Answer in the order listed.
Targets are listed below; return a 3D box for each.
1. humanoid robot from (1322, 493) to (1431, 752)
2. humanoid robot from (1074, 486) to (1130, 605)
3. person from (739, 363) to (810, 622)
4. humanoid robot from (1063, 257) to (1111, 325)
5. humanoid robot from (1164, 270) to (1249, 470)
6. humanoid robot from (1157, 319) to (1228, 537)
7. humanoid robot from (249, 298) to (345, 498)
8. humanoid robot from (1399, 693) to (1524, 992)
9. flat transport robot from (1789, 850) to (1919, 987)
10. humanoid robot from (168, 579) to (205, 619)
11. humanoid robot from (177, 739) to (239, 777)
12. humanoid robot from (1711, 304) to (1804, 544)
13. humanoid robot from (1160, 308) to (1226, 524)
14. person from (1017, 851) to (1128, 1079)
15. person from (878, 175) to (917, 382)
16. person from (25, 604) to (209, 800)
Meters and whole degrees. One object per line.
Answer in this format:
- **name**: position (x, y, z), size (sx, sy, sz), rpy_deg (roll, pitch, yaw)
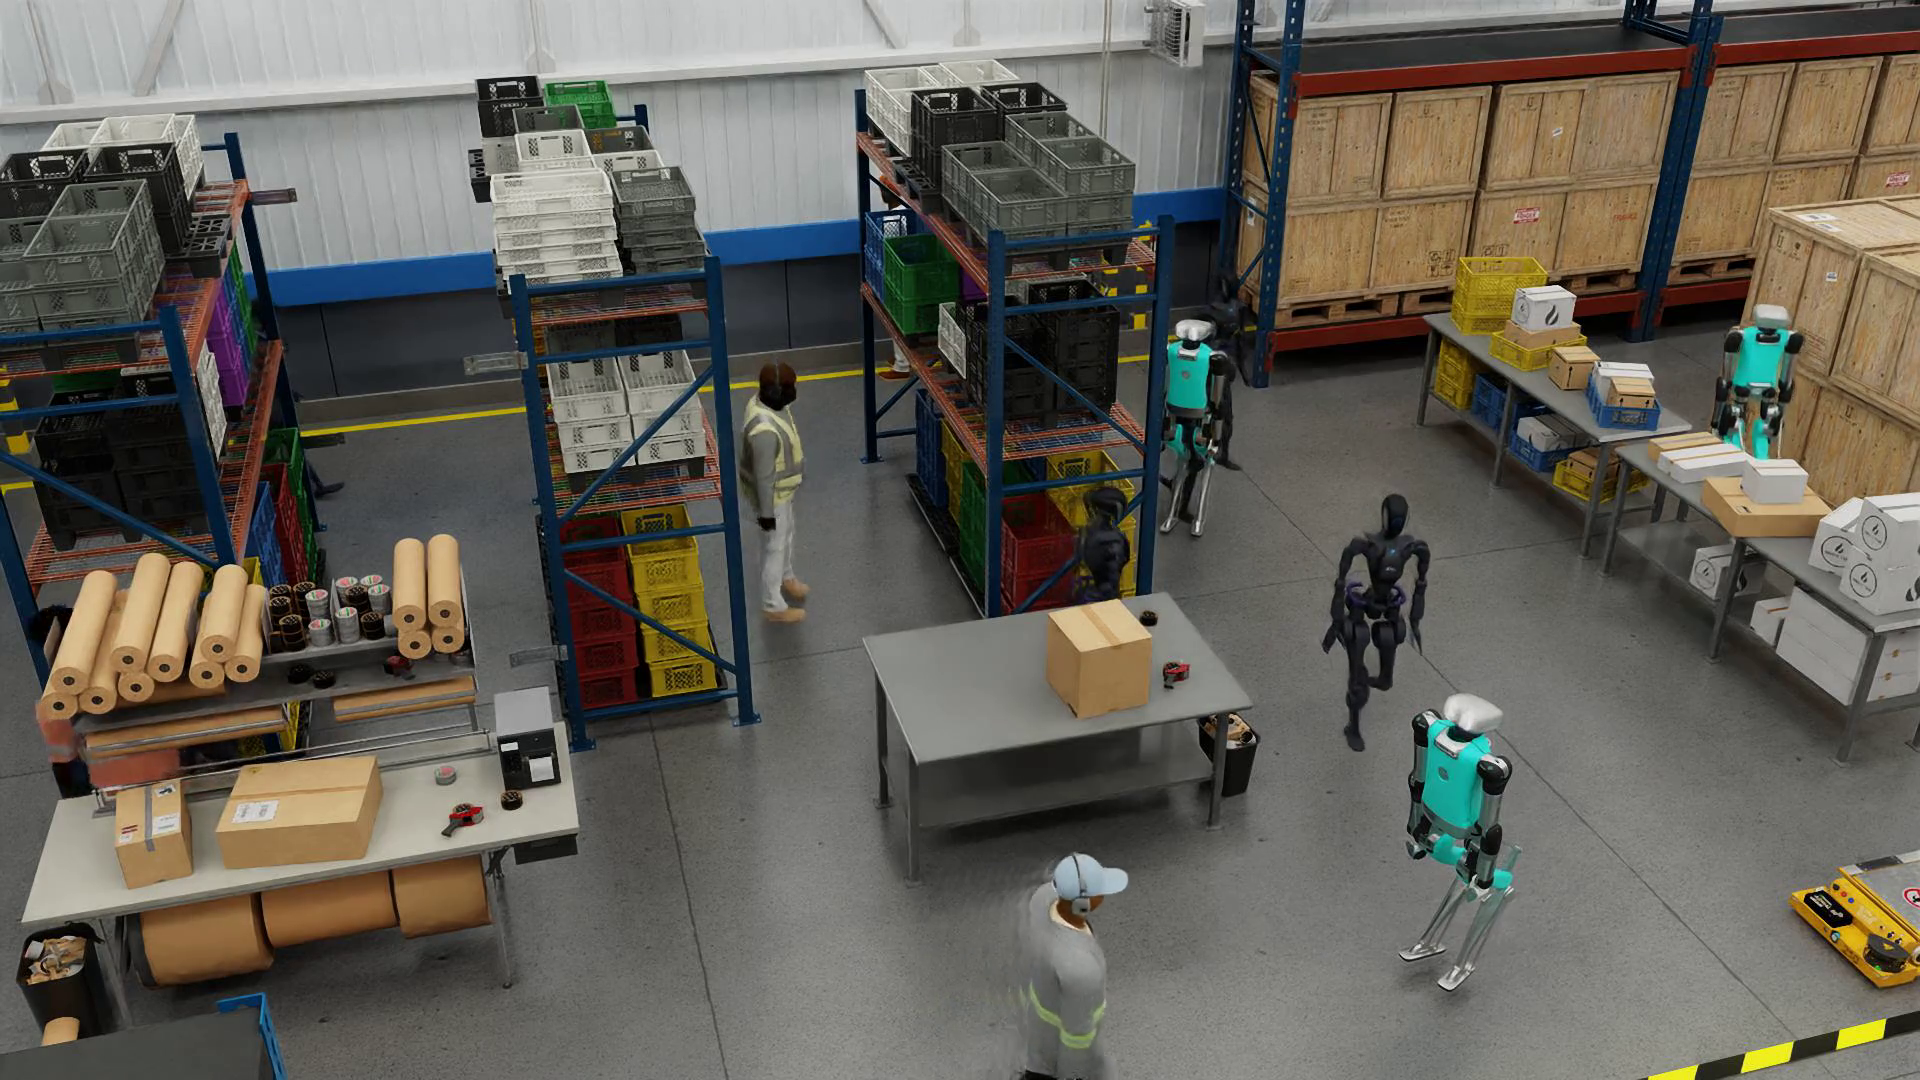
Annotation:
- **humanoid robot**: position (2.452, 0.429, 9.927), size (0.591, 1.633, 0.560), rpy_deg (-1, 29, -2)
- **humanoid robot**: position (0.784, 0.430, 9.938), size (0.671, 1.639, 0.585), rpy_deg (-5, 29, -9)
- **person**: position (-1.249, -0.329, 11.149), size (0.451, 1.835, 0.673), rpy_deg (-2, 29, -4)
- **humanoid robot**: position (1.112, -2.363, 14.797), size (0.735, 1.677, 0.533), rpy_deg (-23, 36, -35)
- **humanoid robot**: position (2.005, -1.404, 13.314), size (0.600, 1.626, 0.773), rpy_deg (-16, 33, -27)
- **humanoid robot**: position (1.700, -0.863, 12.130), size (0.530, 1.715, 0.727), rpy_deg (11, 31, 19)
- **humanoid robot**: position (-5.175, -1.087, 12.705), size (0.747, 1.630, 0.608), rpy_deg (-3, 29, -5)
- **humanoid robot**: position (2.483, 1.392, 7.962), size (0.735, 1.681, 0.533), rpy_deg (-17, 33, -28)
- **flat transport robot**: position (5.163, 1.916, 8.676), size (1.431, 0.231, 0.659), rpy_deg (-8, 30, -14)
- **humanoid robot**: position (-4.350, 0.945, 8.937), size (1.061, 1.730, 0.554), rpy_deg (7, 30, 12)
- **humanoid robot**: position (-3.951, 1.106, 8.706), size (0.403, 1.648, 0.615), rpy_deg (-1, 29, -2)
- **humanoid robot**: position (5.749, -0.715, 12.004), size (0.548, 1.843, 0.856), rpy_deg (3, 29, 6)
- **humanoid robot**: position (1.736, -0.961, 12.437), size (0.459, 1.643, 0.611), rpy_deg (14, 32, 23)
- **person**: position (0.394, 2.019, 6.880), size (0.890, 1.820, 0.597), rpy_deg (-8, 30, -14)
- **person**: position (-0.557, -2.313, 14.695), size (0.360, 1.882, 0.573), rpy_deg (9, 30, 15)
- **person**: position (-4.154, 1.170, 8.325), size (0.608, 1.916, 0.647), rpy_deg (17, 33, 28)
